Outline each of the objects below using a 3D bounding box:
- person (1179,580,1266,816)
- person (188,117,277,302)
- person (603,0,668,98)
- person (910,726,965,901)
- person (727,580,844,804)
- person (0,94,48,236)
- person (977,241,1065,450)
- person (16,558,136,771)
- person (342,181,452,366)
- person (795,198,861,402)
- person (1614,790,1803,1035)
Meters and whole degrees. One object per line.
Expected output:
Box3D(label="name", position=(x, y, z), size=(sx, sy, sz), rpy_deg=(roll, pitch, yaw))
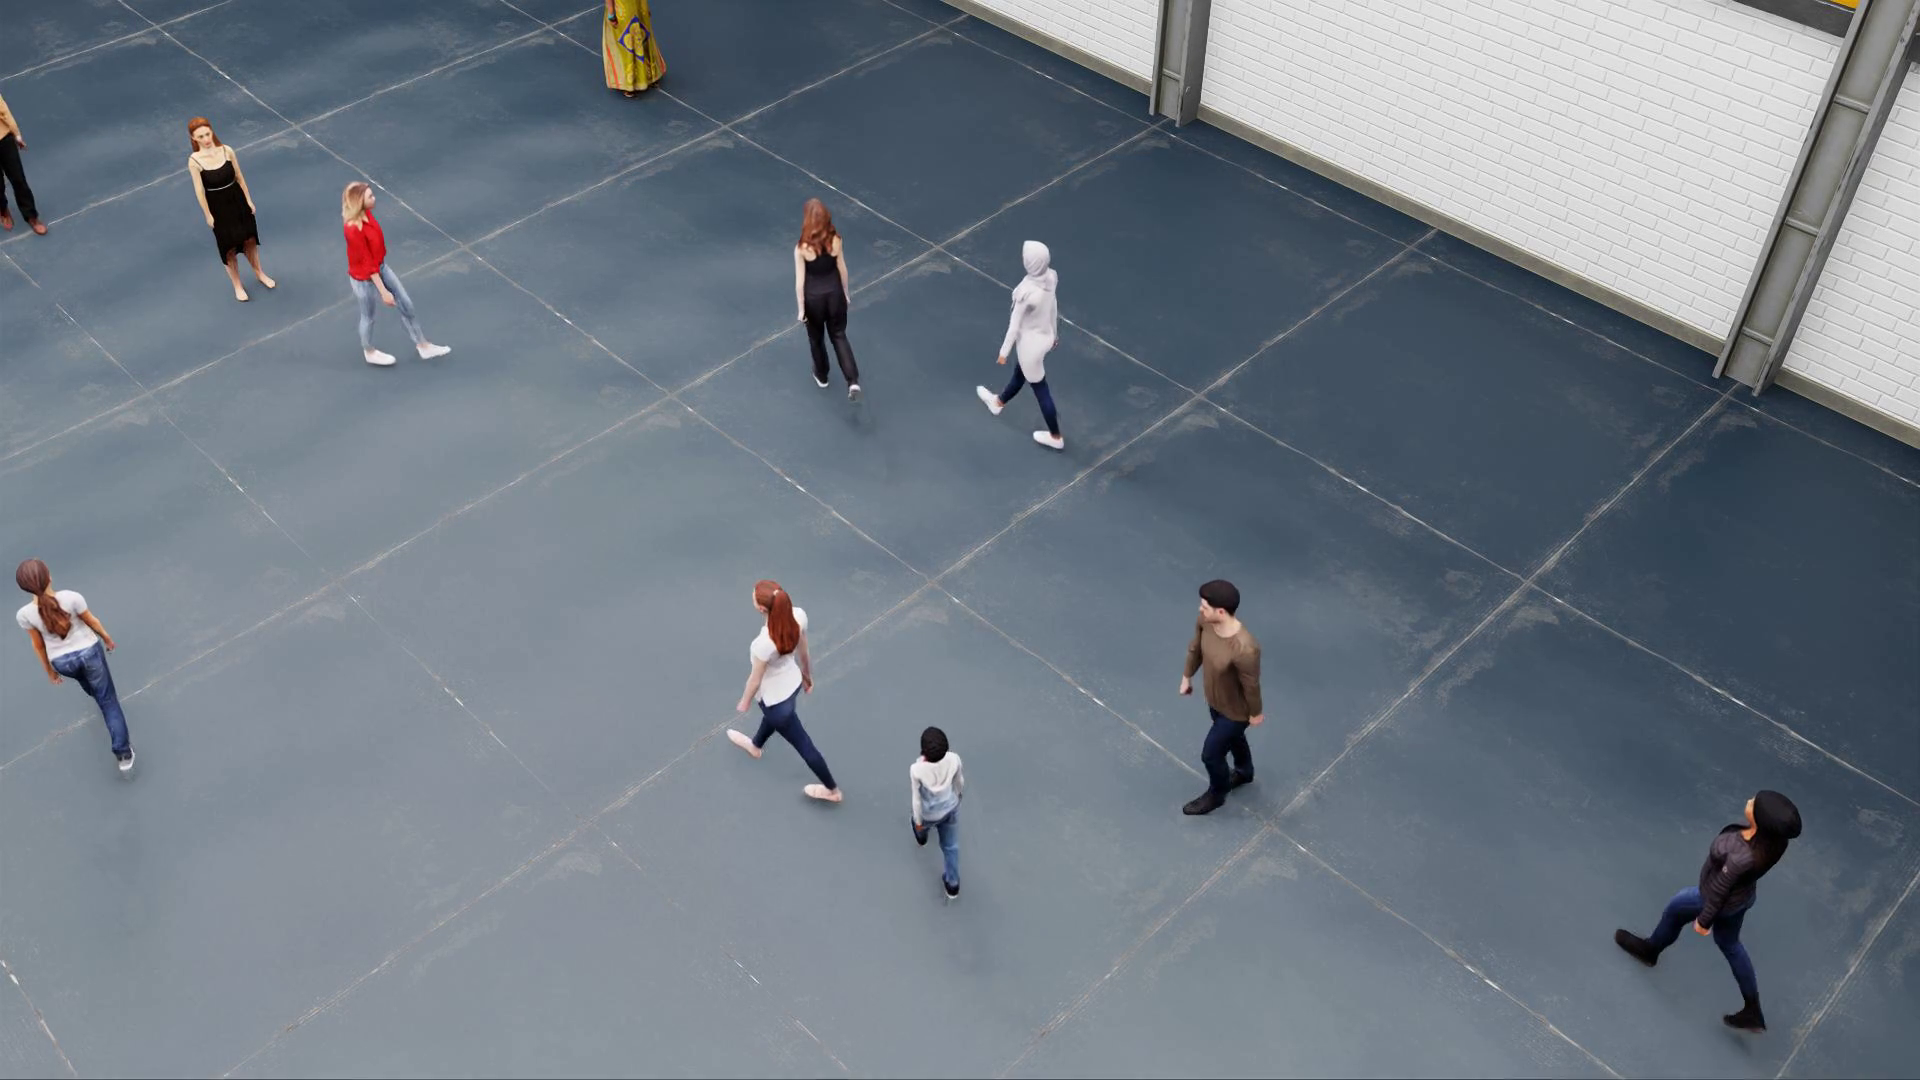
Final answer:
Box3D(label="person", position=(1.667, 0.923, 9.844), size=(0.875, 1.839, 0.846), rpy_deg=(-22, 48, -21))
Box3D(label="person", position=(-6.124, -2.791, 13.898), size=(0.555, 1.624, 0.553), rpy_deg=(-33, 53, -30))
Box3D(label="person", position=(-3.276, -5.227, 16.430), size=(0.839, 1.659, 0.749), rpy_deg=(-33, 53, -30))
Box3D(label="person", position=(-0.114, 1.572, 9.603), size=(0.746, 1.232, 0.945), rpy_deg=(-13, 45, -13))
Box3D(label="person", position=(-0.983, 0.961, 9.913), size=(1.192, 1.689, 0.825), rpy_deg=(20, 47, 20))
Box3D(label="person", position=(-8.501, -3.482, 14.541), size=(0.701, 1.739, 0.649), rpy_deg=(34, 53, 30))
Box3D(label="person", position=(0.618, -1.392, 12.347), size=(1.123, 1.738, 0.762), rpy_deg=(25, 49, 24))
Box3D(label="person", position=(-5.411, 0.769, 10.234), size=(0.828, 1.523, 1.149), rpy_deg=(-17, 46, -17))
Box3D(label="person", position=(-4.704, -2.055, 13.088), size=(1.037, 1.676, 0.960), rpy_deg=(3, 44, 3))
Box3D(label="person", position=(-1.015, -1.795, 12.775), size=(0.805, 1.732, 1.052), rpy_deg=(-18, 47, -18))
Box3D(label="person", position=(4.125, 1.973, 8.834), size=(0.760, 1.712, 1.199), rpy_deg=(-26, 49, -25))
